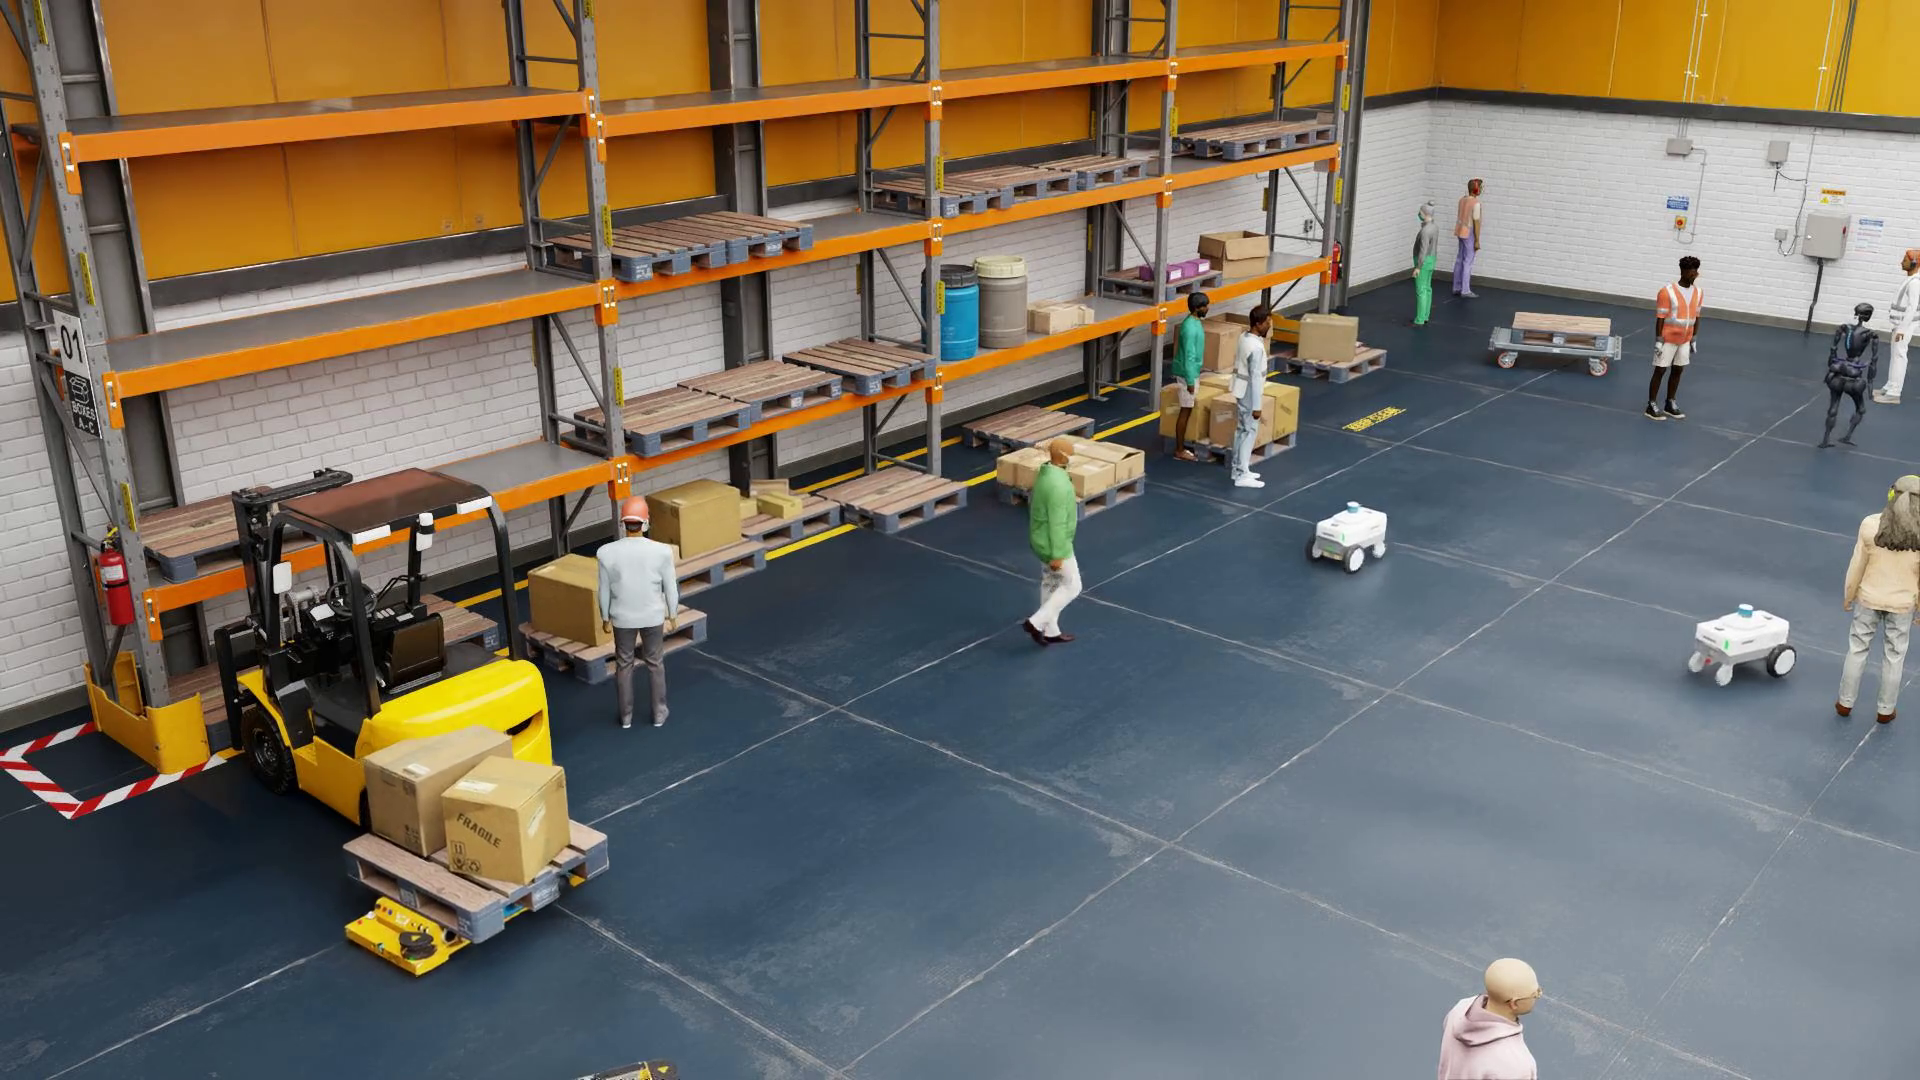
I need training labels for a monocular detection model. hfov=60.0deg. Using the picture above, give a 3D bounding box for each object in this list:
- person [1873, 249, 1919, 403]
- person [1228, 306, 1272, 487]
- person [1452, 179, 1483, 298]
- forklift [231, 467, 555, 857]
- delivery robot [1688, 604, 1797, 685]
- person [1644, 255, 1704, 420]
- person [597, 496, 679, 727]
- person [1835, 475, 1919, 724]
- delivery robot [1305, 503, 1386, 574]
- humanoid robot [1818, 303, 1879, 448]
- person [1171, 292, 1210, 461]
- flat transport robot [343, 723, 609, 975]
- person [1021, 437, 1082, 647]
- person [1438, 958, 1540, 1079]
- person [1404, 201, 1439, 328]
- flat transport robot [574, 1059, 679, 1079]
[{"bbox_3d":[11.490,-2.612,20.299,0.354,1.882,0.577,9,22,22],"label":"person"},{"bbox_3d":[2.999,-1.483,17.211,0.410,1.907,0.596,-2,20,-4],"label":"person"},{"bbox_3d":[7.974,-4.739,26.115,0.390,1.846,0.565,-5,21,-12],"label":"person"},{"bbox_3d":[-3.730,0.710,10.856,2.313,2.155,1.214,17,26,38],"label":"forklift"},{"bbox_3d":[6.114,0.795,12.993,0.788,0.601,0.499,-9,22,-23],"label":"delivery robot"},{"bbox_3d":[8.426,-2.381,19.576,0.595,1.958,0.369,-5,21,-14],"label":"person"},{"bbox_3d":[-2.317,0.524,12.011,0.572,1.738,0.350,-3,21,-9],"label":"person"},{"bbox_3d":[6.712,0.437,12.049,0.567,1.875,0.399,12,23,28],"label":"person"},{"bbox_3d":[3.578,-0.045,15.257,0.792,0.592,0.499,-17,26,-39],"label":"delivery robot"},{"bbox_3d":[9.860,-1.828,18.477,0.396,1.648,0.603,-10,22,-24],"label":"humanoid robot"},{"bbox_3d":[2.495,-1.787,18.126,0.400,1.843,0.498,4,21,12],"label":"person"},{"bbox_3d":[-2.861,2.080,9.917,0.659,0.231,1.431,14,24,33],"label":"flat transport robot"},{"bbox_3d":[0.755,0.031,13.311,0.447,1.766,0.537,-5,21,-13],"label":"person"},{"bbox_3d":[2.082,2.460,6.698,0.400,1.781,0.536,-4,21,-11],"label":"person"},{"bbox_3d":[6.725,-4.010,24.140,0.341,1.848,0.507,12,23,30],"label":"person"},{"bbox_3d":[-1.959,2.865,7.788,1.431,0.231,0.659,-9,22,-22],"label":"flat transport robot"}]
